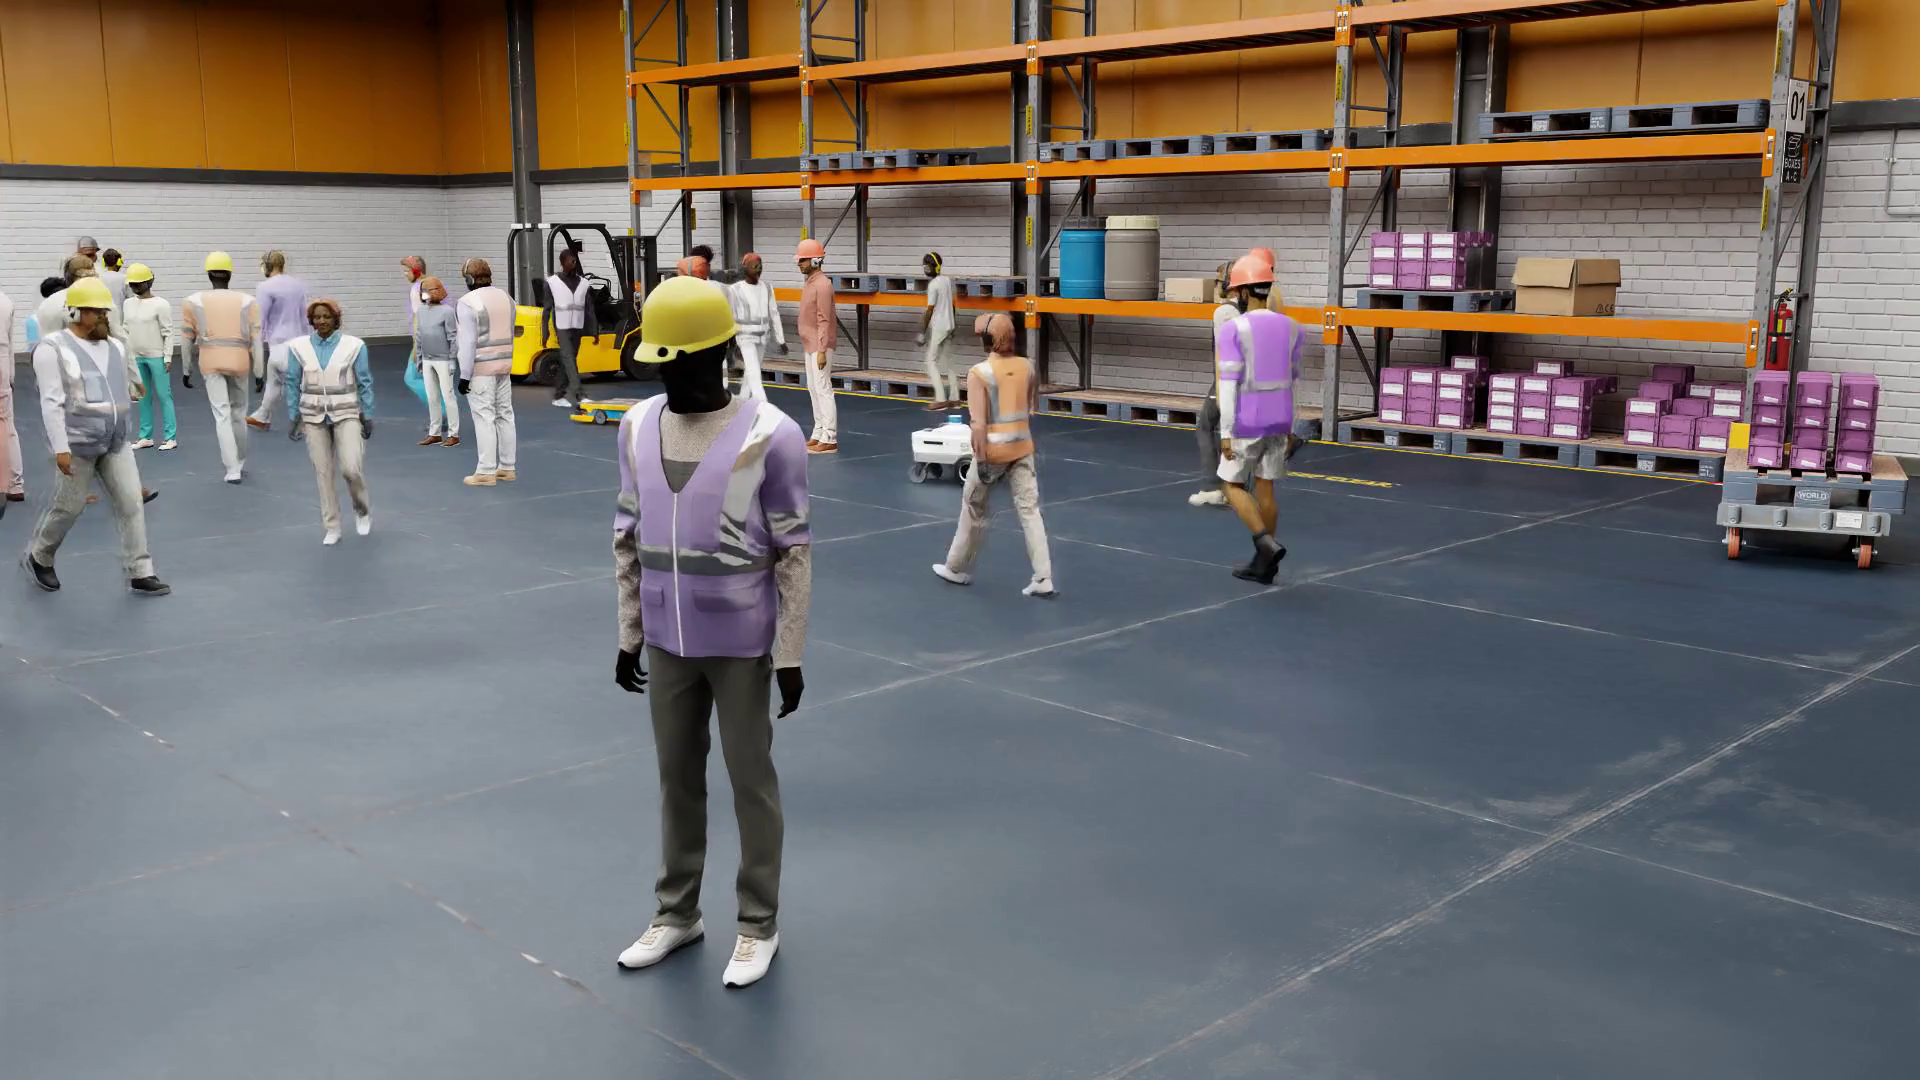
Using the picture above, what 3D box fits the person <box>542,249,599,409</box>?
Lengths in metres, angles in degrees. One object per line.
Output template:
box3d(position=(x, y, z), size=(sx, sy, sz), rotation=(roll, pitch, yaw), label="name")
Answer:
box3d(position=(-4.527, -2.446, 19.375), size=(1.048, 1.858, 0.610), rotation=(10, 14, 43), label="person")

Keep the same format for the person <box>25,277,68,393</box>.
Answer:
box3d(position=(-7.718, -1.417, 14.276), size=(0.649, 1.678, 0.538), rotation=(9, 13, 39), label="person")

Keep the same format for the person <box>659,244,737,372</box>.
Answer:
box3d(position=(-2.397, -1.722, 15.226), size=(0.689, 1.936, 0.567), rotation=(-9, 14, -41), label="person")

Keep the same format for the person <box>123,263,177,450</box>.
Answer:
box3d(position=(-7.663, -1.718, 15.687), size=(0.523, 1.760, 0.325), rotation=(2, 11, 13), label="person")

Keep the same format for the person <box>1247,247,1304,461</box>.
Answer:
box3d(position=(2.621, -1.534, 14.224), size=(0.514, 1.924, 0.572), rotation=(4, 11, 23), label="person")

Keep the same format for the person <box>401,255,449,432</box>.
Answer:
box3d(position=(-5.435, -1.988, 16.961), size=(0.442, 1.820, 0.656), rotation=(1, 10, 3), label="person")

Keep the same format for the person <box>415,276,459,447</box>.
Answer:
box3d(position=(-5.027, -1.709, 15.974), size=(0.508, 1.631, 0.271), rotation=(6, 12, 29), label="person")

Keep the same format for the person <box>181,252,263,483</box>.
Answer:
box3d(position=(-6.119, -1.437, 13.810), size=(0.608, 1.874, 0.967), rotation=(-6, 12, -30), label="person")

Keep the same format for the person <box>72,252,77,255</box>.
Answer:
box3d(position=(-11.813, -3.018, 22.659), size=(0.902, 1.803, 0.627), rotation=(-3, 11, -18), label="person")

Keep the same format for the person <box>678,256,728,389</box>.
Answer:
box3d(position=(-1.822, -1.046, 11.686), size=(0.360, 1.881, 0.583), rotation=(3, 11, 14), label="person")

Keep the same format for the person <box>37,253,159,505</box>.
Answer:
box3d(position=(-6.376, -1.165, 12.311), size=(1.009, 1.873, 0.756), rotation=(3, 11, 15), label="person")

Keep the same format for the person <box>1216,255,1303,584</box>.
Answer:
box3d(position=(1.731, -0.665, 9.519), size=(0.572, 1.914, 0.590), rotation=(-5, 11, -24), label="person")

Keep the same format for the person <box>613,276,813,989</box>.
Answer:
box3d(position=(-0.685, 0.256, 4.490), size=(0.587, 1.916, 0.392), rotation=(5, 11, 24), label="person")

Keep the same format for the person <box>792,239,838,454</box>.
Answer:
box3d(position=(-1.352, -1.800, 15.515), size=(0.406, 1.985, 0.619), rotation=(-4, 11, -19), label="person")

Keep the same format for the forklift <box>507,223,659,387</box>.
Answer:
box3d(position=(-5.316, -3.263, 22.920), size=(2.313, 2.155, 1.214), rotation=(-10, 14, -44), label="forklift")

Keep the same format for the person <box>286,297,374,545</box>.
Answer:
box3d(position=(-4.118, -0.772, 10.883), size=(0.527, 1.628, 0.363), rotation=(-1, 10, -6), label="person")

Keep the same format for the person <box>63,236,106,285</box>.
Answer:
box3d(position=(-11.373, -2.988, 21.835), size=(0.805, 2.000, 0.543), rotation=(6, 12, 30), label="person")

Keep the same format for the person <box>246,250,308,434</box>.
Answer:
box3d(position=(-6.960, -2.010, 16.992), size=(1.071, 1.875, 0.632), rotation=(1, 10, 7), label="person")

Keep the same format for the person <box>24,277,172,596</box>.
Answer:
box3d(position=(-4.927, -0.573, 9.345), size=(0.864, 1.801, 0.594), rotation=(5, 11, 25), label="person")

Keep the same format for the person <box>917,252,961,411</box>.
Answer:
box3d(position=(-0.214, -2.406, 19.258), size=(0.364, 1.837, 0.582), rotation=(5, 12, 26), label="person")

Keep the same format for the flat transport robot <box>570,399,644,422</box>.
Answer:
box3d(position=(-3.417, -1.379, 17.889), size=(1.431, 0.197, 0.652), rotation=(5, 11, 26), label="flat transport robot")

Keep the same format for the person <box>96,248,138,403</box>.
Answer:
box3d(position=(-10.190, -2.587, 20.138), size=(0.515, 1.865, 0.329), rotation=(-1, 10, -8), label="person")

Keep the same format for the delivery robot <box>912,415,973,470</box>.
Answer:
box3d(position=(-0.034, -0.774, 13.564), size=(0.707, 0.478, 0.477), rotation=(6, 12, 27), label="delivery robot")

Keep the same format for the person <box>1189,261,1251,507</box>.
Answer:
box3d(position=(1.967, -1.145, 12.360), size=(0.503, 1.826, 0.572), rotation=(-8, 13, -38), label="person")

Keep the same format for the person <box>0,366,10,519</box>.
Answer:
box3d(position=(-4.568, -0.255, 7.357), size=(0.674, 1.883, 0.607), rotation=(-2, 11, -12), label="person")

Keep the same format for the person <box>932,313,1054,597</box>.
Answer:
box3d(position=(0.222, -0.483, 9.415), size=(0.515, 1.591, 0.876), rotation=(-8, 13, -37), label="person")

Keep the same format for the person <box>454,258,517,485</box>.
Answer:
box3d(position=(-3.867, -1.360, 13.528), size=(0.430, 1.837, 0.623), rotation=(5, 11, 24), label="person")

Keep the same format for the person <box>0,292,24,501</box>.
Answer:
box3d(position=(-7.334, -1.194, 12.427), size=(0.403, 1.904, 0.651), rotation=(1, 10, 5), label="person")

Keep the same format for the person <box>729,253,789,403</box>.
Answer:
box3d(position=(-2.102, -2.061, 17.343), size=(0.978, 1.831, 0.579), rotation=(9, 14, 42), label="person")
